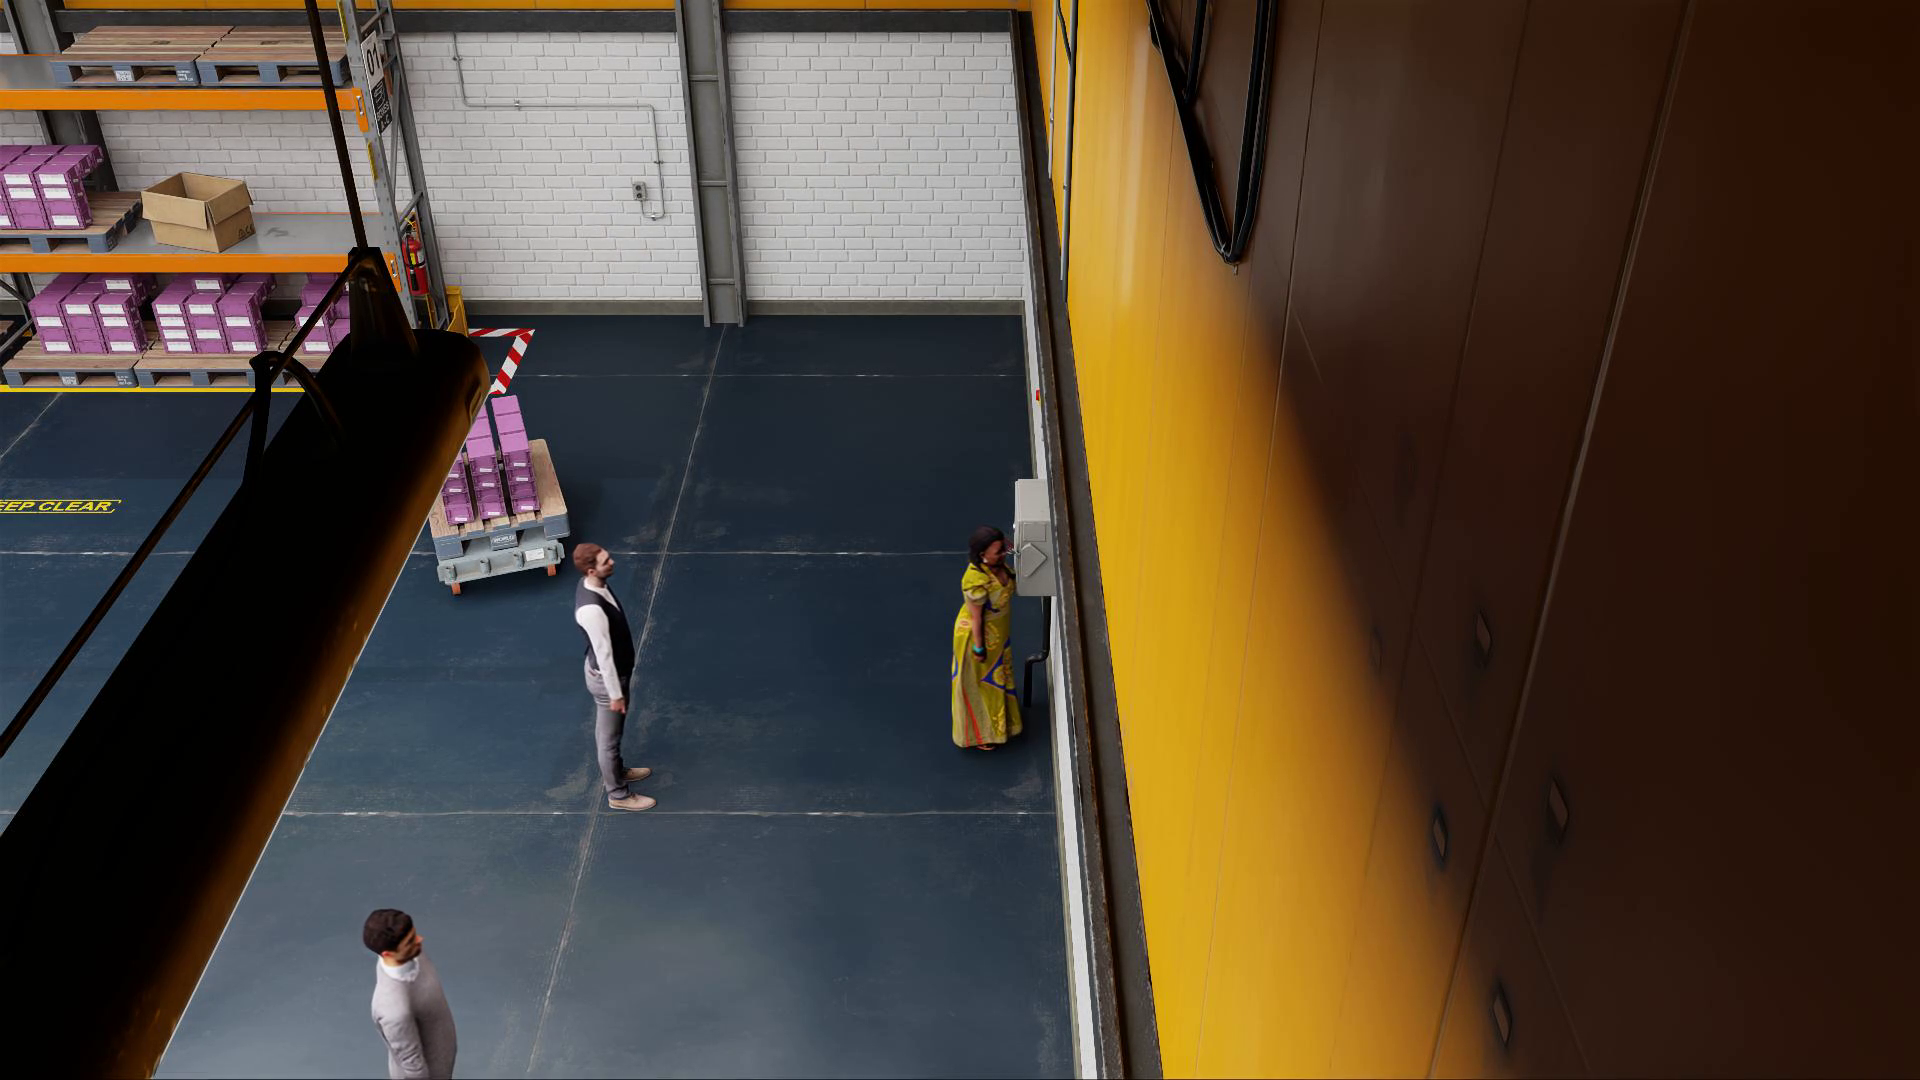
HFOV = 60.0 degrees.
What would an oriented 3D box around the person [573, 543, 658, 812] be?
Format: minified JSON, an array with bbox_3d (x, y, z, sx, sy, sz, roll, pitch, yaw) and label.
[{"bbox_3d":[-2.205,0.831,10.383,0.635,1.937,0.702,-7,34,-10],"label":"person"}]

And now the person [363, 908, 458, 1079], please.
[{"bbox_3d":[-2.567,2.472,7.927,0.714,1.923,0.790,-7,34,-10],"label":"person"}]

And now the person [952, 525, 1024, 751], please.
[{"bbox_3d":[0.159,0.610,10.967,0.901,1.660,0.946,9,35,14],"label":"person"}]
